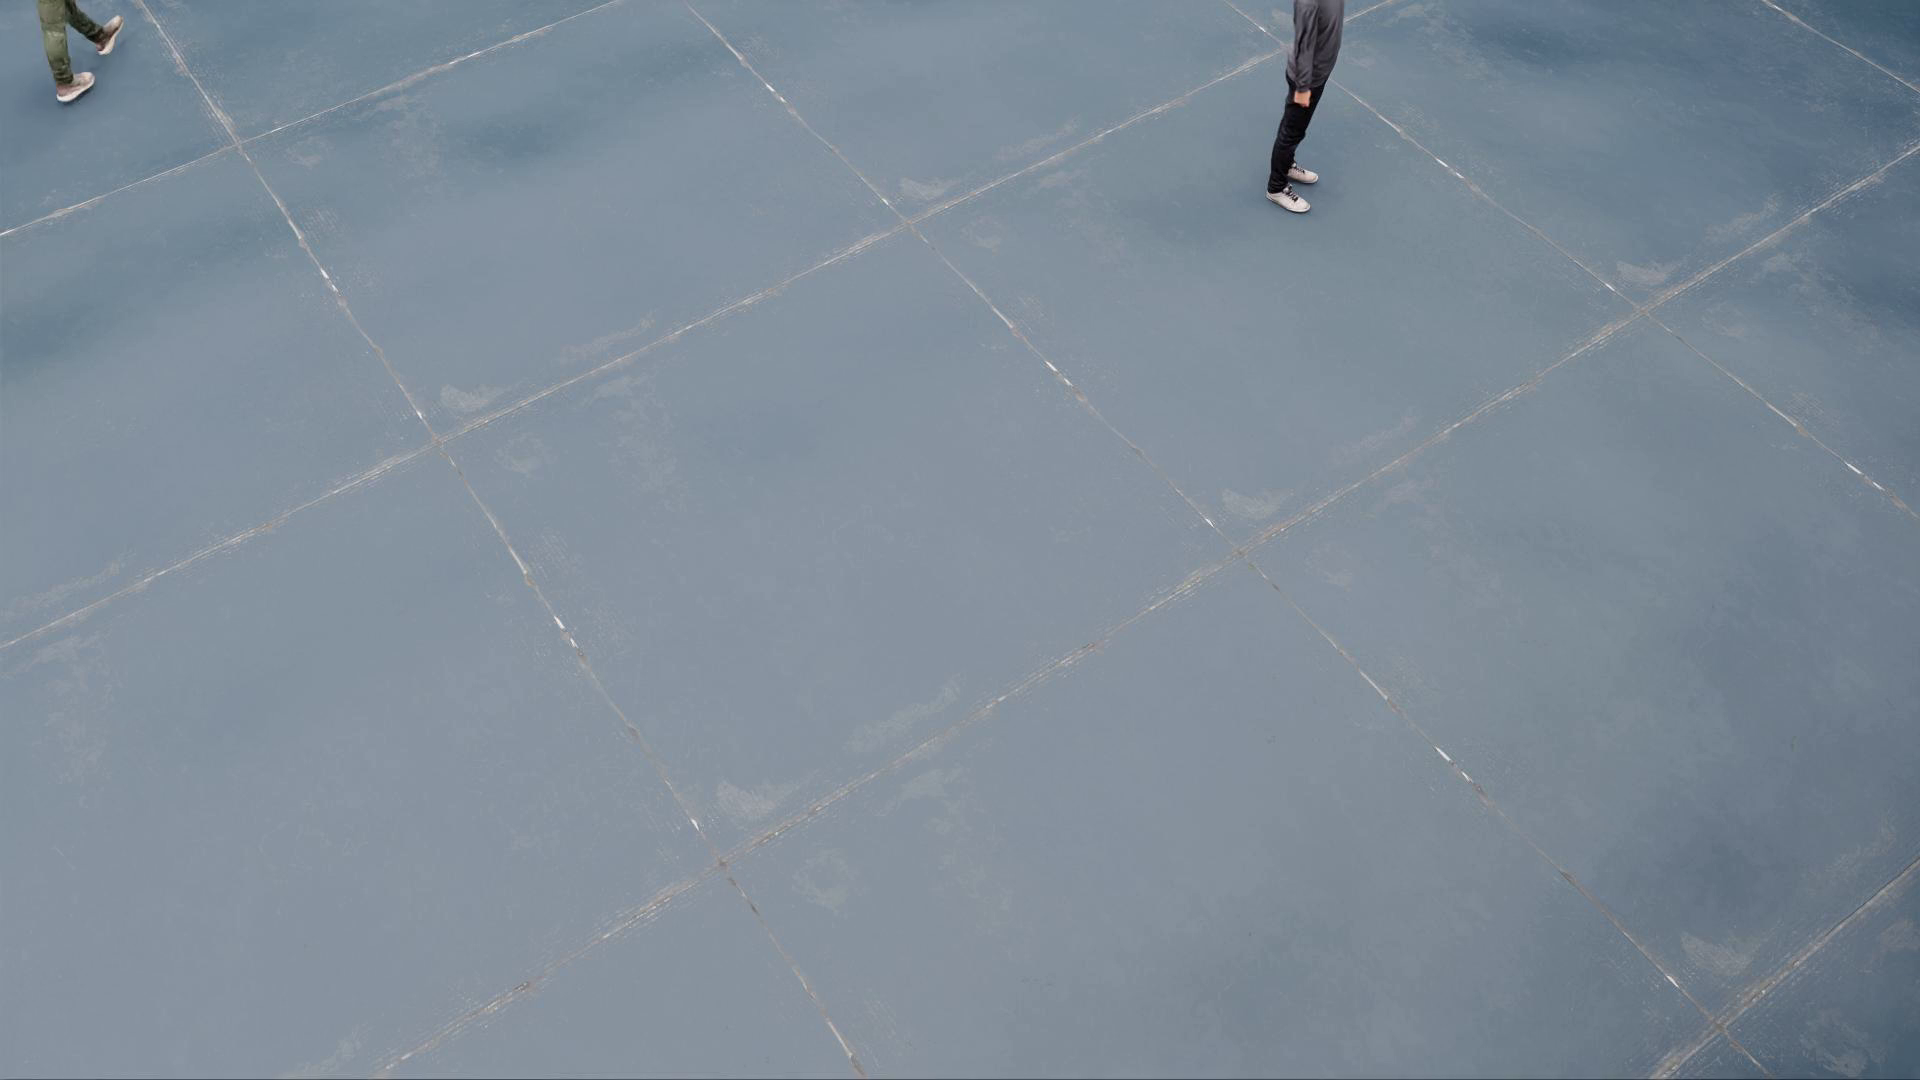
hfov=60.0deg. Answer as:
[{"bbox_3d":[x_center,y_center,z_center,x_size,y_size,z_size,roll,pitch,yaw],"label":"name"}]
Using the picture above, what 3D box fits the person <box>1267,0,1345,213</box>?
[{"bbox_3d":[1.962,-2.671,9.366,0.729,1.761,0.702,16,54,12],"label":"person"}]
